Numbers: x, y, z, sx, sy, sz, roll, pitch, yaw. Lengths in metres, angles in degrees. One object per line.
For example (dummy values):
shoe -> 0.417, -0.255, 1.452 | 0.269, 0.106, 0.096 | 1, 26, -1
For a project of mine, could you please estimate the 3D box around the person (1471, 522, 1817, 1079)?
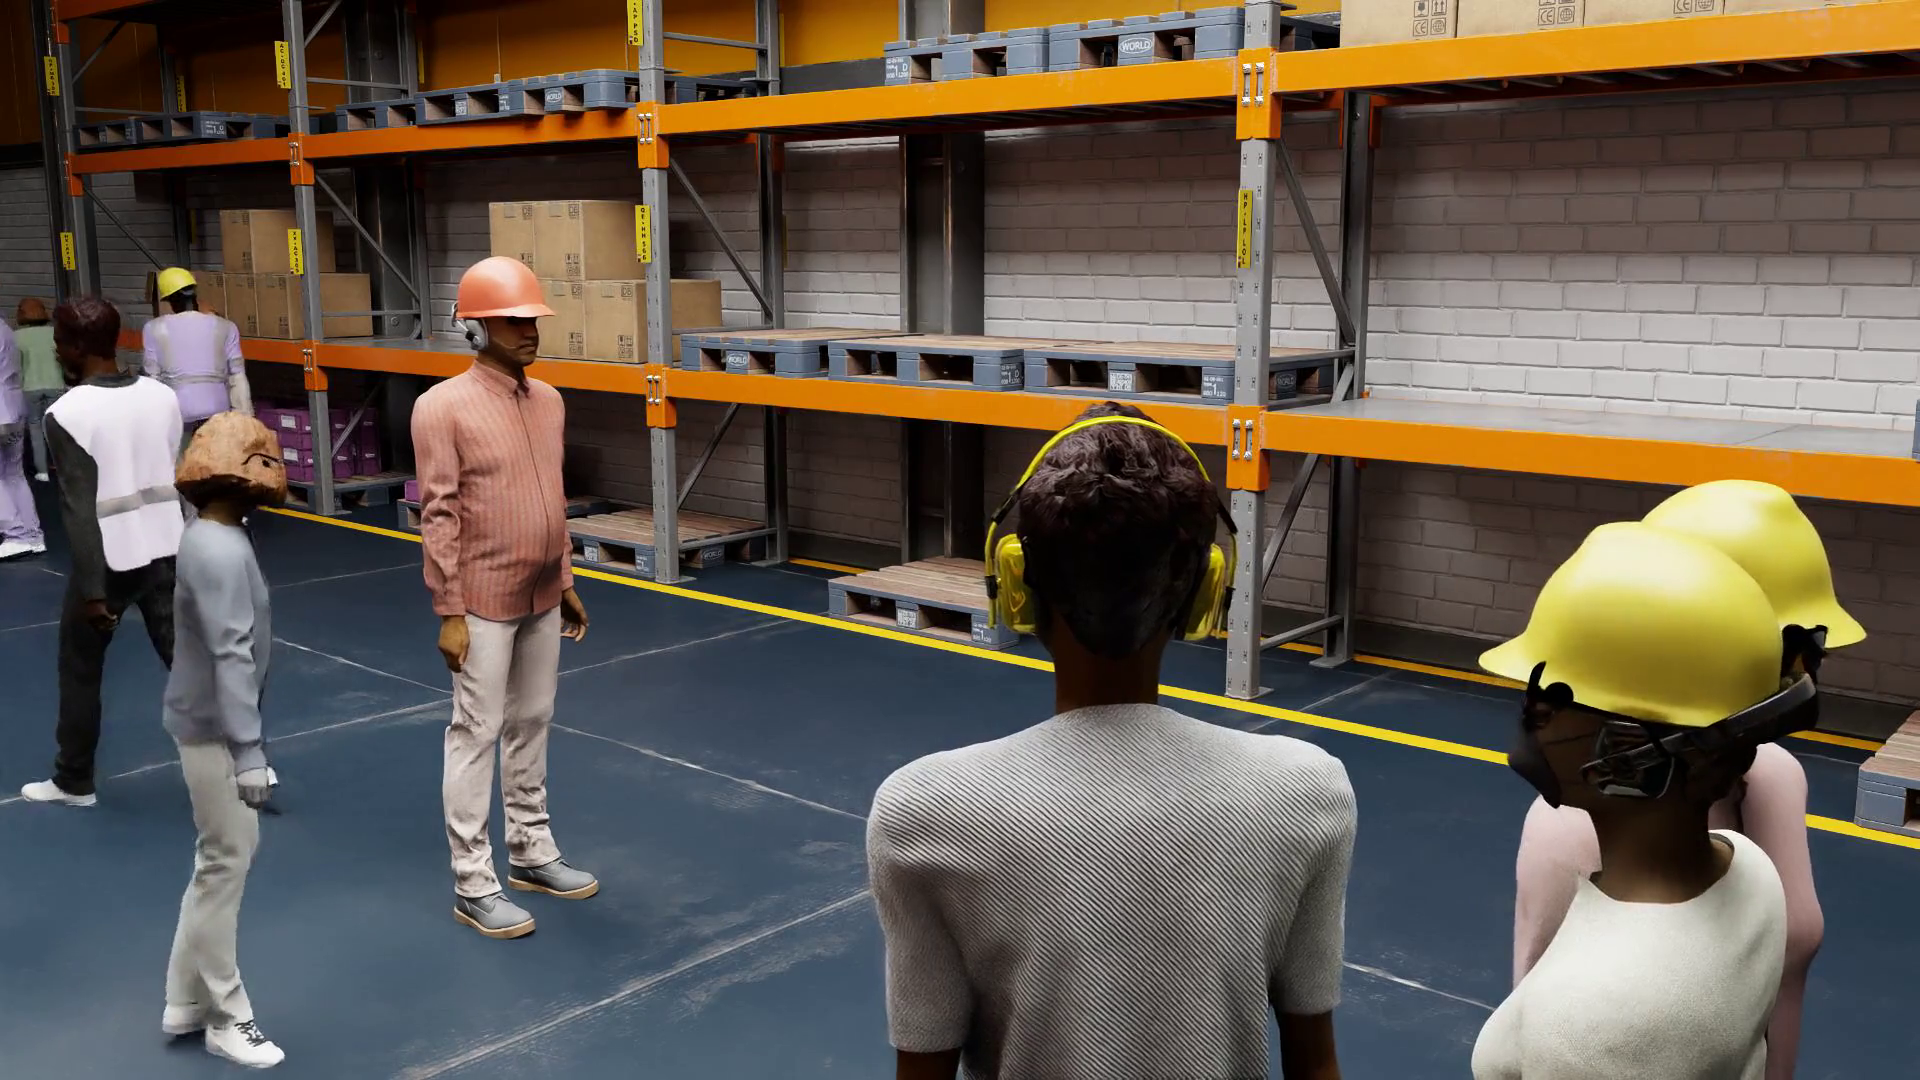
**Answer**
person -> 0.638, 0.858, 1.672 | 0.305, 1.772, 0.525 | 7, 12, 36

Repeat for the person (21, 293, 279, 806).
person -> -2.925, 0.065, 5.906 | 0.993, 1.875, 0.596 | 3, 10, 18

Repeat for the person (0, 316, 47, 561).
person -> -6.265, -0.795, 10.806 | 0.501, 1.867, 0.668 | -2, 10, -14

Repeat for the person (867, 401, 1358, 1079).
person -> 0.152, 0.793, 1.748 | 0.519, 1.874, 0.326 | -1, 10, -8

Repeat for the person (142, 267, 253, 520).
person -> -5.035, -0.848, 11.019 | 0.705, 1.891, 0.414 | -6, 11, -30

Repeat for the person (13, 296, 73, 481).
person -> -7.884, -1.290, 14.315 | 0.501, 1.612, 0.619 | -7, 12, -36

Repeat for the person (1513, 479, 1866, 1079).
person -> 0.840, 0.803, 1.988 | 0.523, 1.769, 0.323 | -7, 12, -36

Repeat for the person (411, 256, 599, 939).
person -> -1.348, 0.162, 4.985 | 0.378, 1.996, 0.611 | 5, 11, 24

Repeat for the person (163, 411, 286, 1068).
person -> -1.832, 0.499, 4.148 | 0.366, 1.625, 0.645 | -4, 11, -23

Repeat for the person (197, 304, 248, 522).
person -> -5.467, -0.904, 12.115 | 0.283, 1.625, 0.505 | 6, 12, 32
